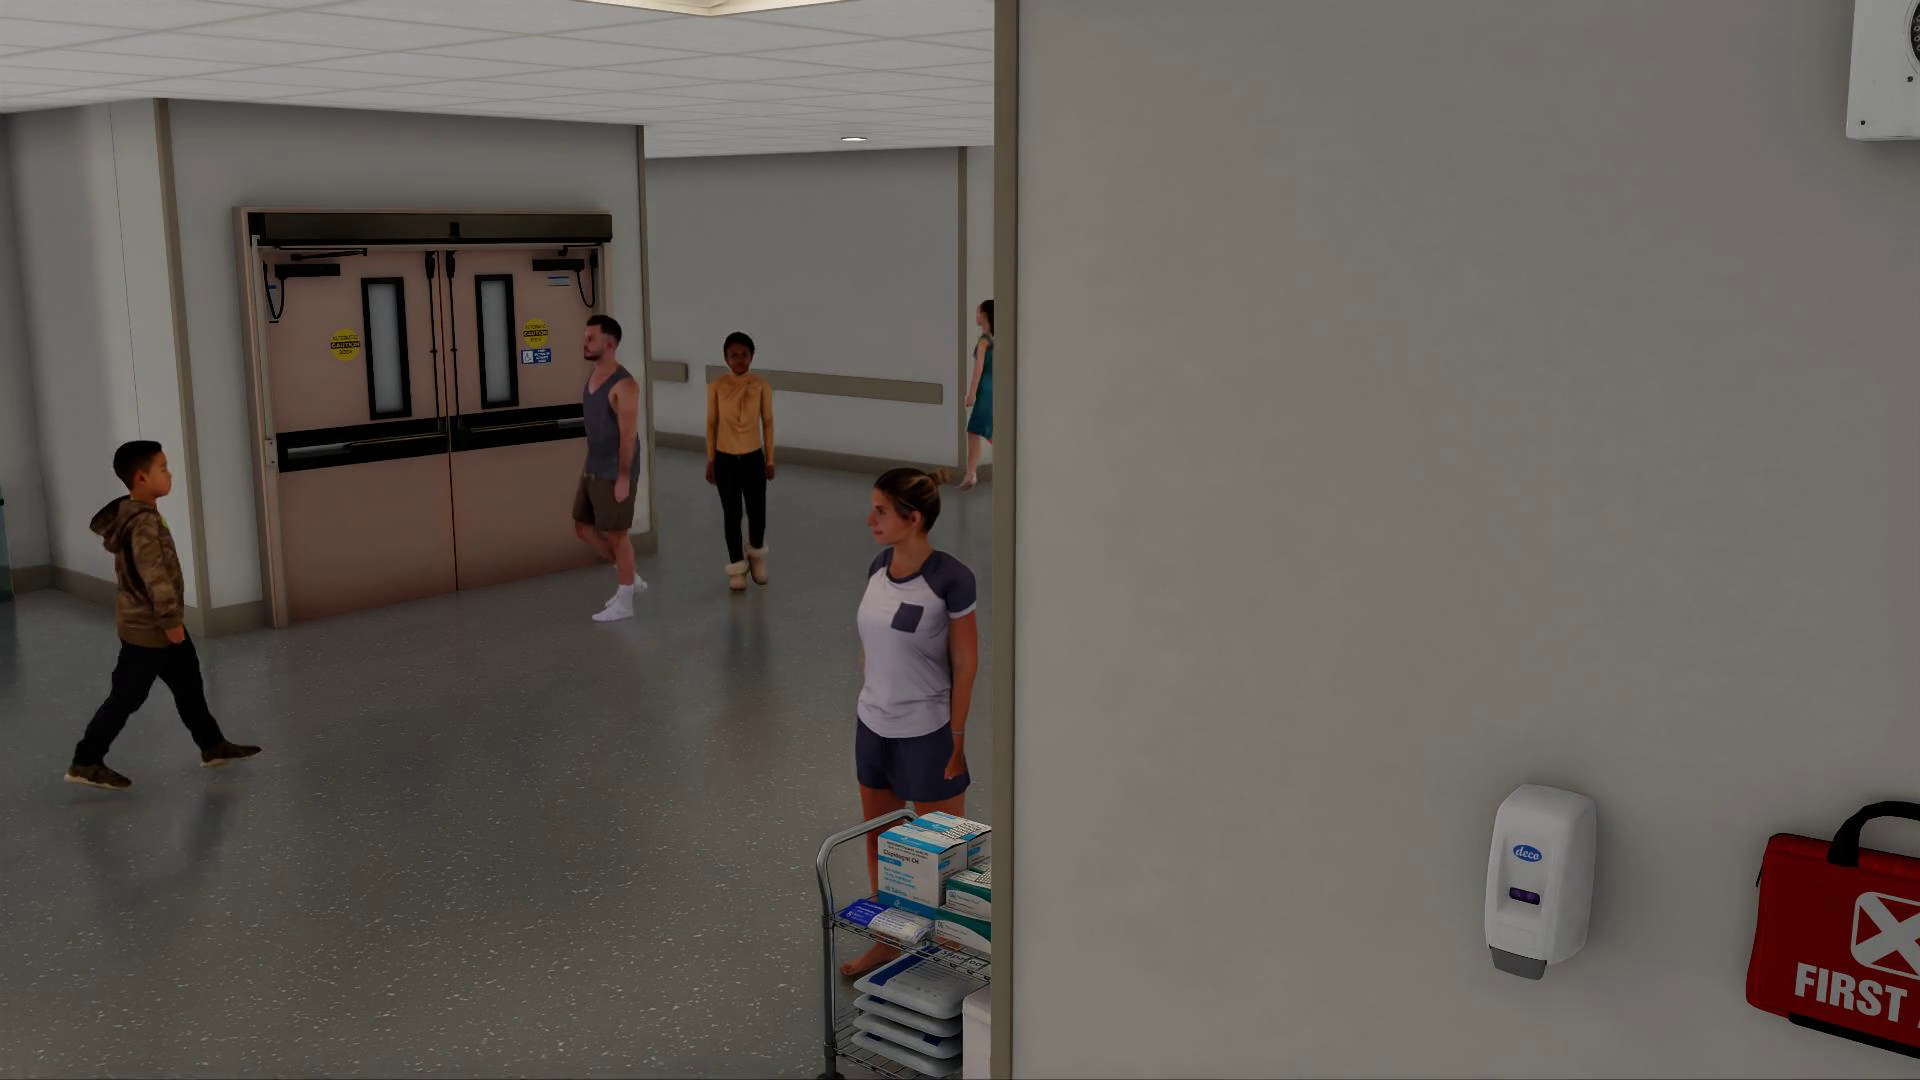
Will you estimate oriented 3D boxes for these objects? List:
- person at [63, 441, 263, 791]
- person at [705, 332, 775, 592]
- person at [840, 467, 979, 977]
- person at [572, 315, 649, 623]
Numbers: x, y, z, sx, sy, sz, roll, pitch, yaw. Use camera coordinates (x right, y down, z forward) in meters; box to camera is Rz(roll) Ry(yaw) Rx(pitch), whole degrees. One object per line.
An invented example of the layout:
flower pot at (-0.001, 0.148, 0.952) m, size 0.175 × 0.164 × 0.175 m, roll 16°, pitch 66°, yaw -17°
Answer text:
person at (-3.410, 0.336, 6.823) m, size 1.070 × 1.424 × 0.839 m, roll -5°, pitch 12°, yaw -26°
person at (-1.419, -0.509, 10.669) m, size 0.717 × 1.650 × 0.780 m, roll -1°, pitch 11°, yaw -8°
person at (-0.144, 0.577, 5.021) m, size 0.584 × 1.623 × 0.509 m, roll 10°, pitch 14°, yaw 41°
person at (-2.000, -0.423, 9.903) m, size 0.721 × 1.836 × 0.705 m, roll -9°, pitch 14°, yaw -38°
